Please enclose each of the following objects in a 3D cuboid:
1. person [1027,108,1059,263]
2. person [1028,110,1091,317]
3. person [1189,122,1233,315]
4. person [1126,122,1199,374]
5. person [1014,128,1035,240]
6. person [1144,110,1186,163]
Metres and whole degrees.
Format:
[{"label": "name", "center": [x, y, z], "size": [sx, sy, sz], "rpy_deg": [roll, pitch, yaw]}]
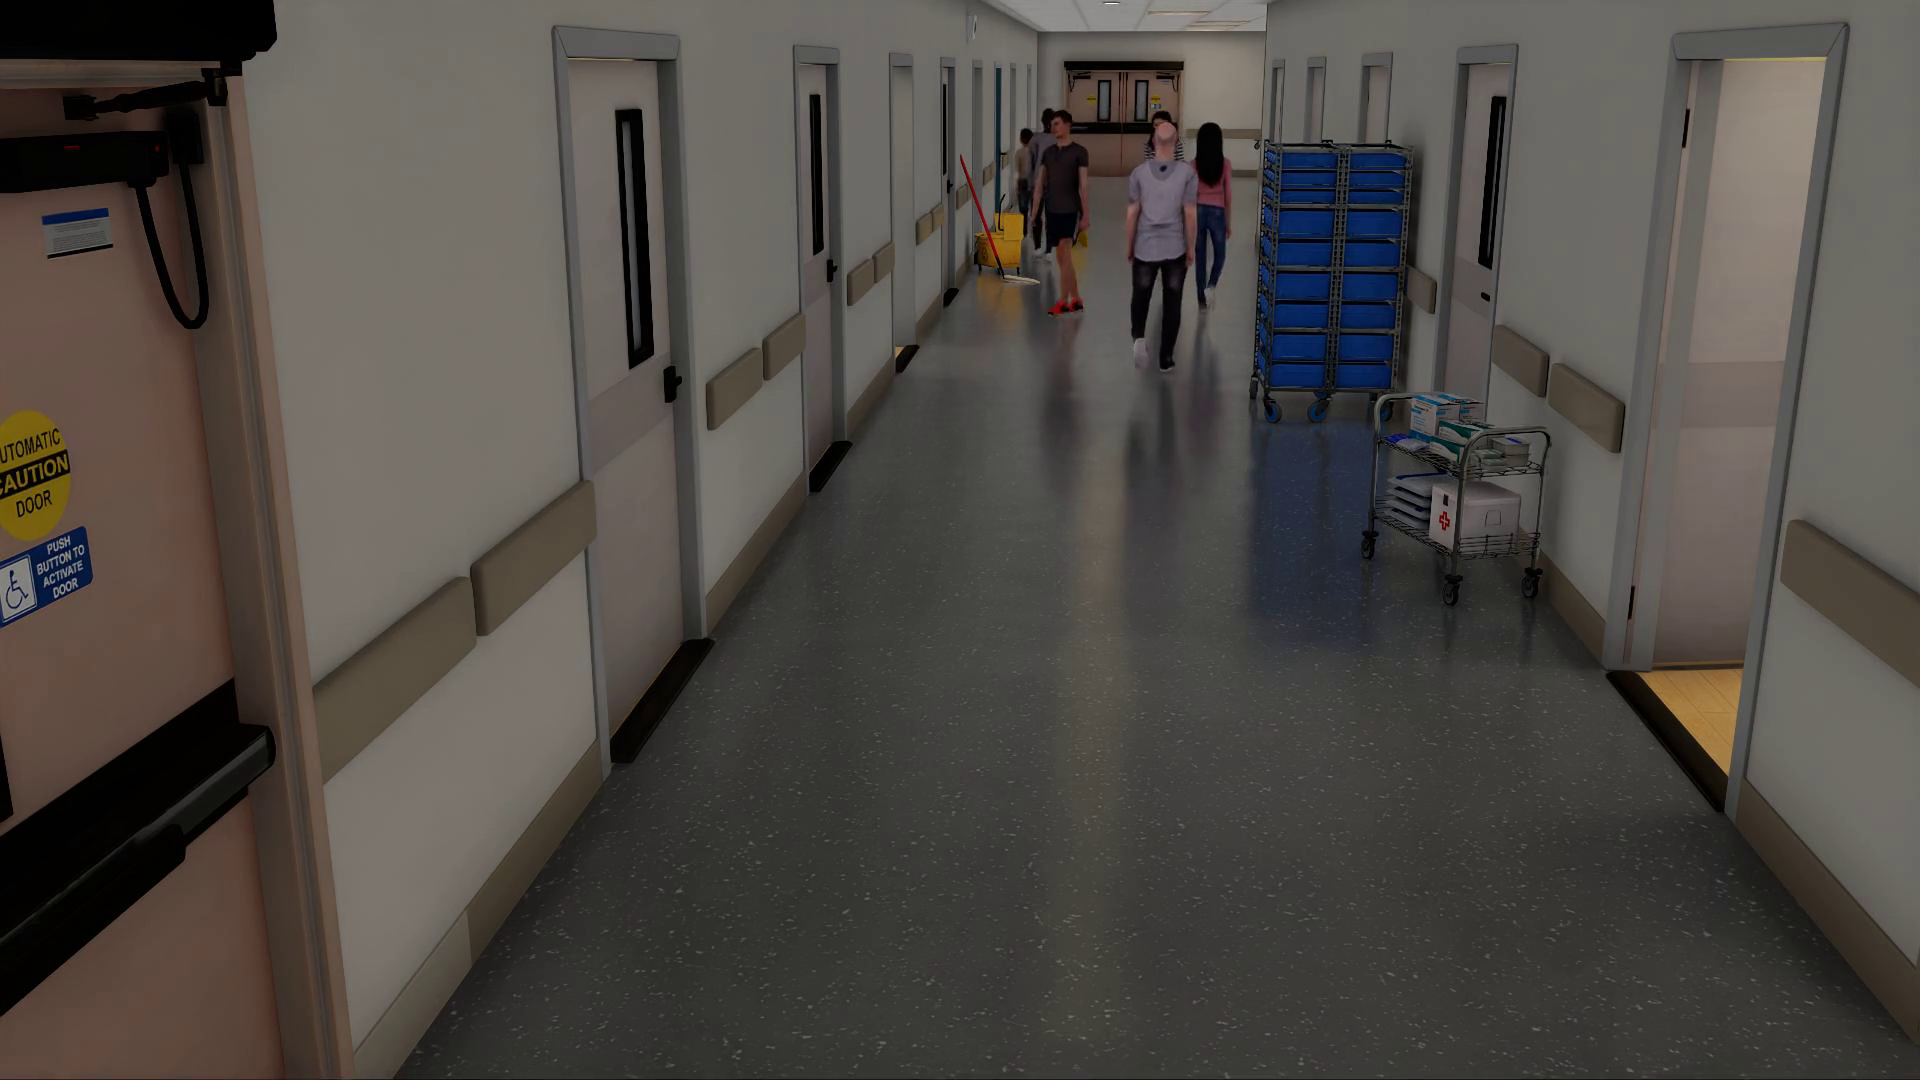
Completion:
[{"label": "person", "center": [1.022, -4.128, 19.445], "size": [0.730, 1.753, 0.890], "rpy_deg": [-1, 16, -5]}, {"label": "person", "center": [1.007, -2.964, 15.175], "size": [0.910, 1.830, 1.002], "rpy_deg": [12, 20, 37]}, {"label": "person", "center": [2.260, -2.924, 15.206], "size": [0.643, 1.736, 0.814], "rpy_deg": [3, 16, 12]}, {"label": "person", "center": [1.456, -2.094, 12.107], "size": [0.741, 1.819, 0.994], "rpy_deg": [3, 16, 12]}, {"label": "person", "center": [0.916, -4.666, 21.923], "size": [0.572, 1.444, 0.885], "rpy_deg": [0, 16, 0]}, {"label": "person", "center": [2.175, -3.583, 17.456], "size": [0.799, 1.767, 0.955], "rpy_deg": [5, 17, 18]}]
